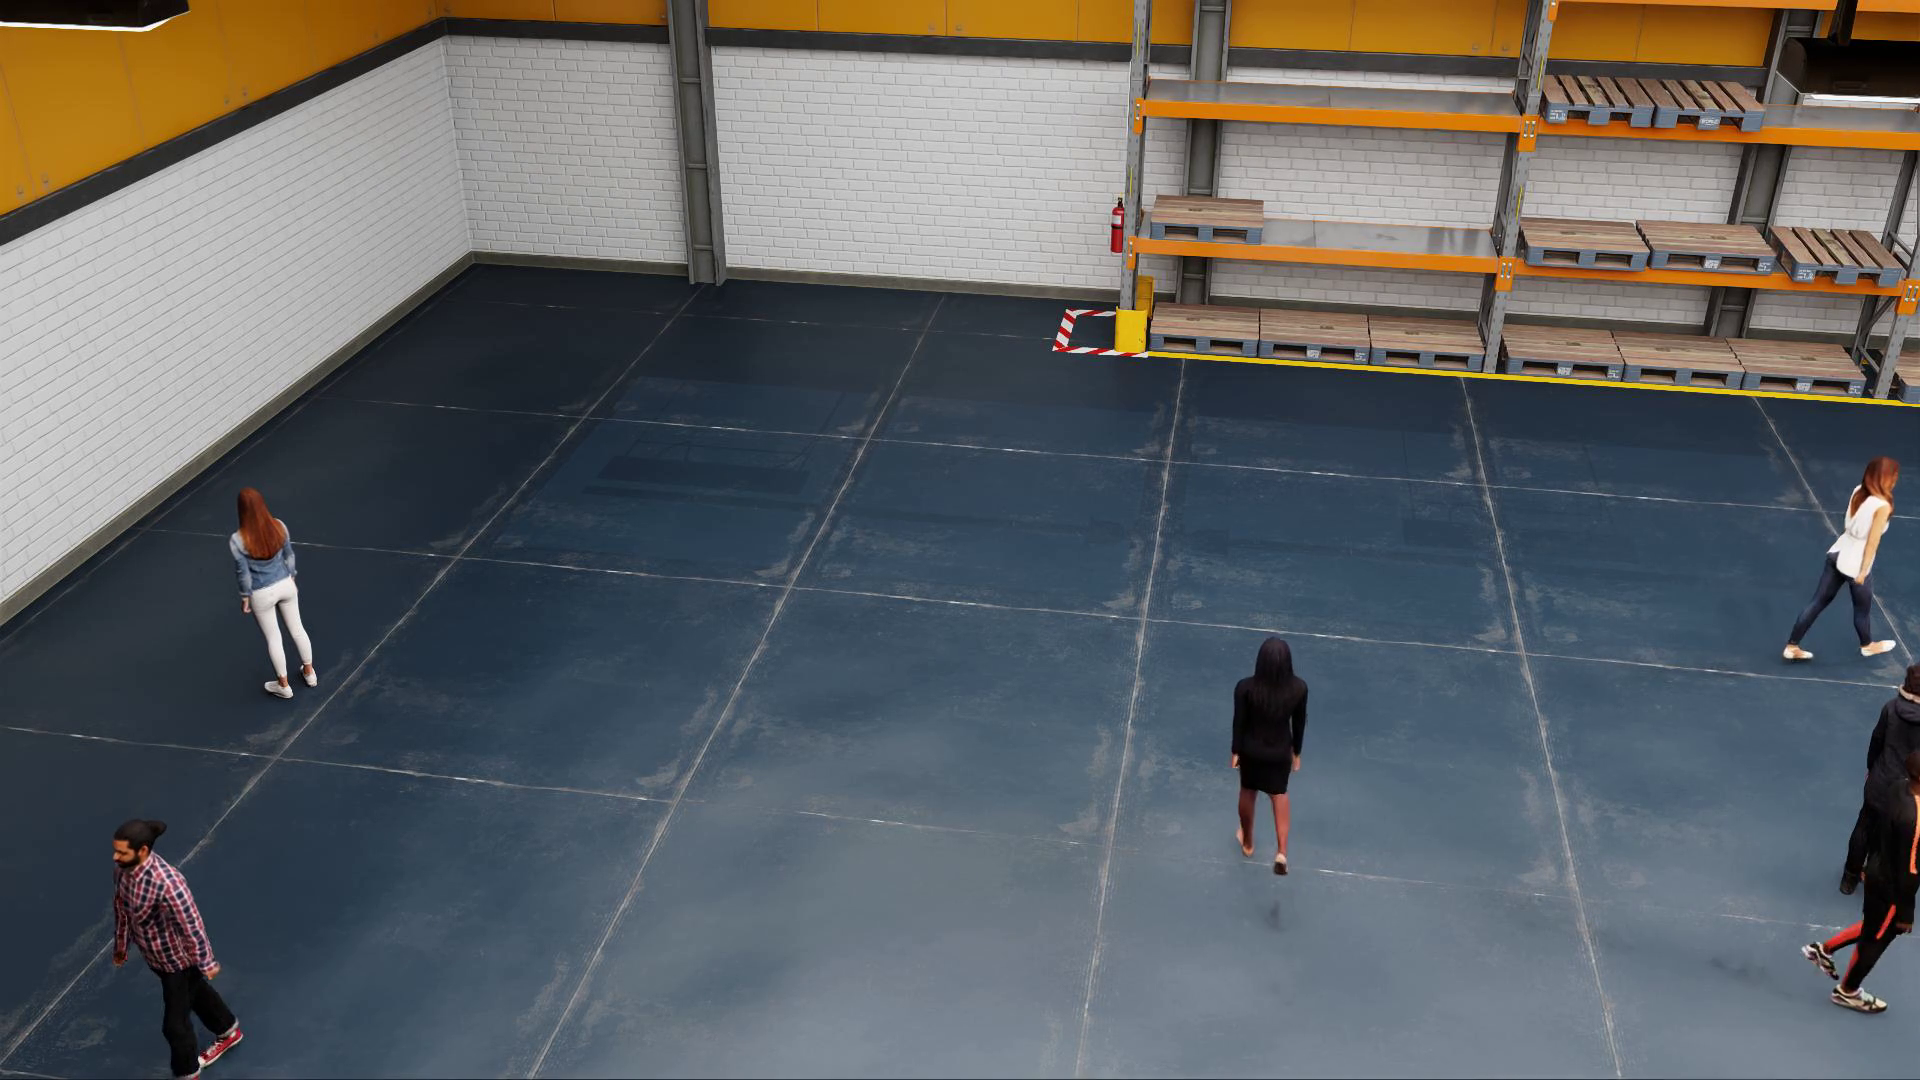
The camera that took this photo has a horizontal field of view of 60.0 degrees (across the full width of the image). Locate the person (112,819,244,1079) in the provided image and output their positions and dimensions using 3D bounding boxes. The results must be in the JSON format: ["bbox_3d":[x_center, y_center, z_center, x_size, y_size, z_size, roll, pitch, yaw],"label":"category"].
[{"bbox_3d":[-4.188,2.180,8.997,0.975,1.746,0.990,22,35,34],"label":"person"}]

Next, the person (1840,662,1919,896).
[{"bbox_3d":[5.787,1.497,10.213,0.798,1.780,0.737,-19,34,-31],"label":"person"}]

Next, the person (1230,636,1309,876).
[{"bbox_3d":[1.940,1.394,10.481,0.923,1.705,0.802,-2,29,-3],"label":"person"}]

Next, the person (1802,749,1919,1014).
[{"bbox_3d":[5.170,1.928,9.409,0.802,1.794,0.720,11,31,20],"label":"person"}]

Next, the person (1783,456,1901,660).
[{"bbox_3d":[6.683,0.189,12.651,1.162,1.742,0.829,-4,29,-6],"label":"person"}]

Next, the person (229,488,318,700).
[{"bbox_3d":[-5.094,0.388,12.327,0.694,1.703,0.690,23,36,35],"label":"person"}]
